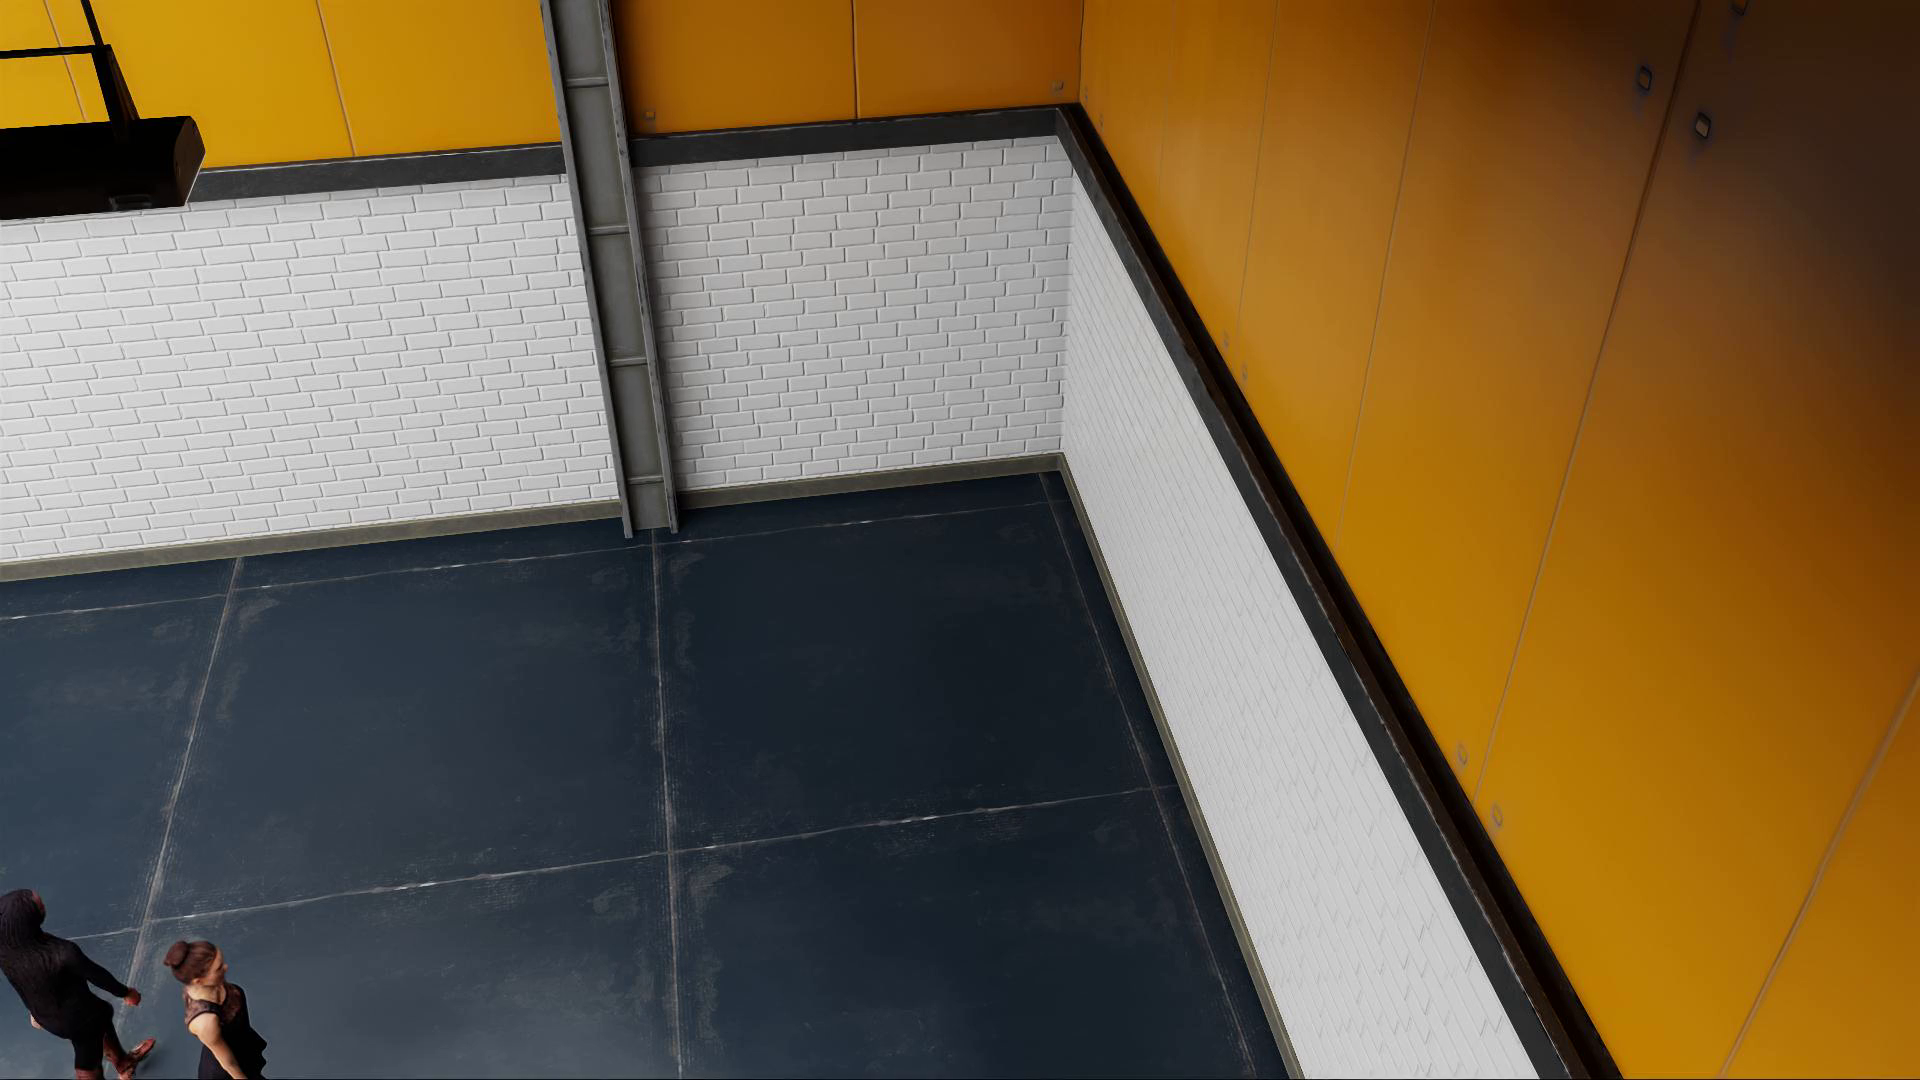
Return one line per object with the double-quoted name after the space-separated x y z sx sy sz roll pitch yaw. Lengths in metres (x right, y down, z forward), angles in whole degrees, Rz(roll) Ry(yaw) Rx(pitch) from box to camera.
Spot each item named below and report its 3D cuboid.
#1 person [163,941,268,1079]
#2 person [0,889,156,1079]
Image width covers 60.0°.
-3.454 2.470 7.900 0.641 1.685 0.636 -17 42 -20 "person"
-4.345 2.363 8.020 0.895 1.703 0.898 12 40 14 "person"
